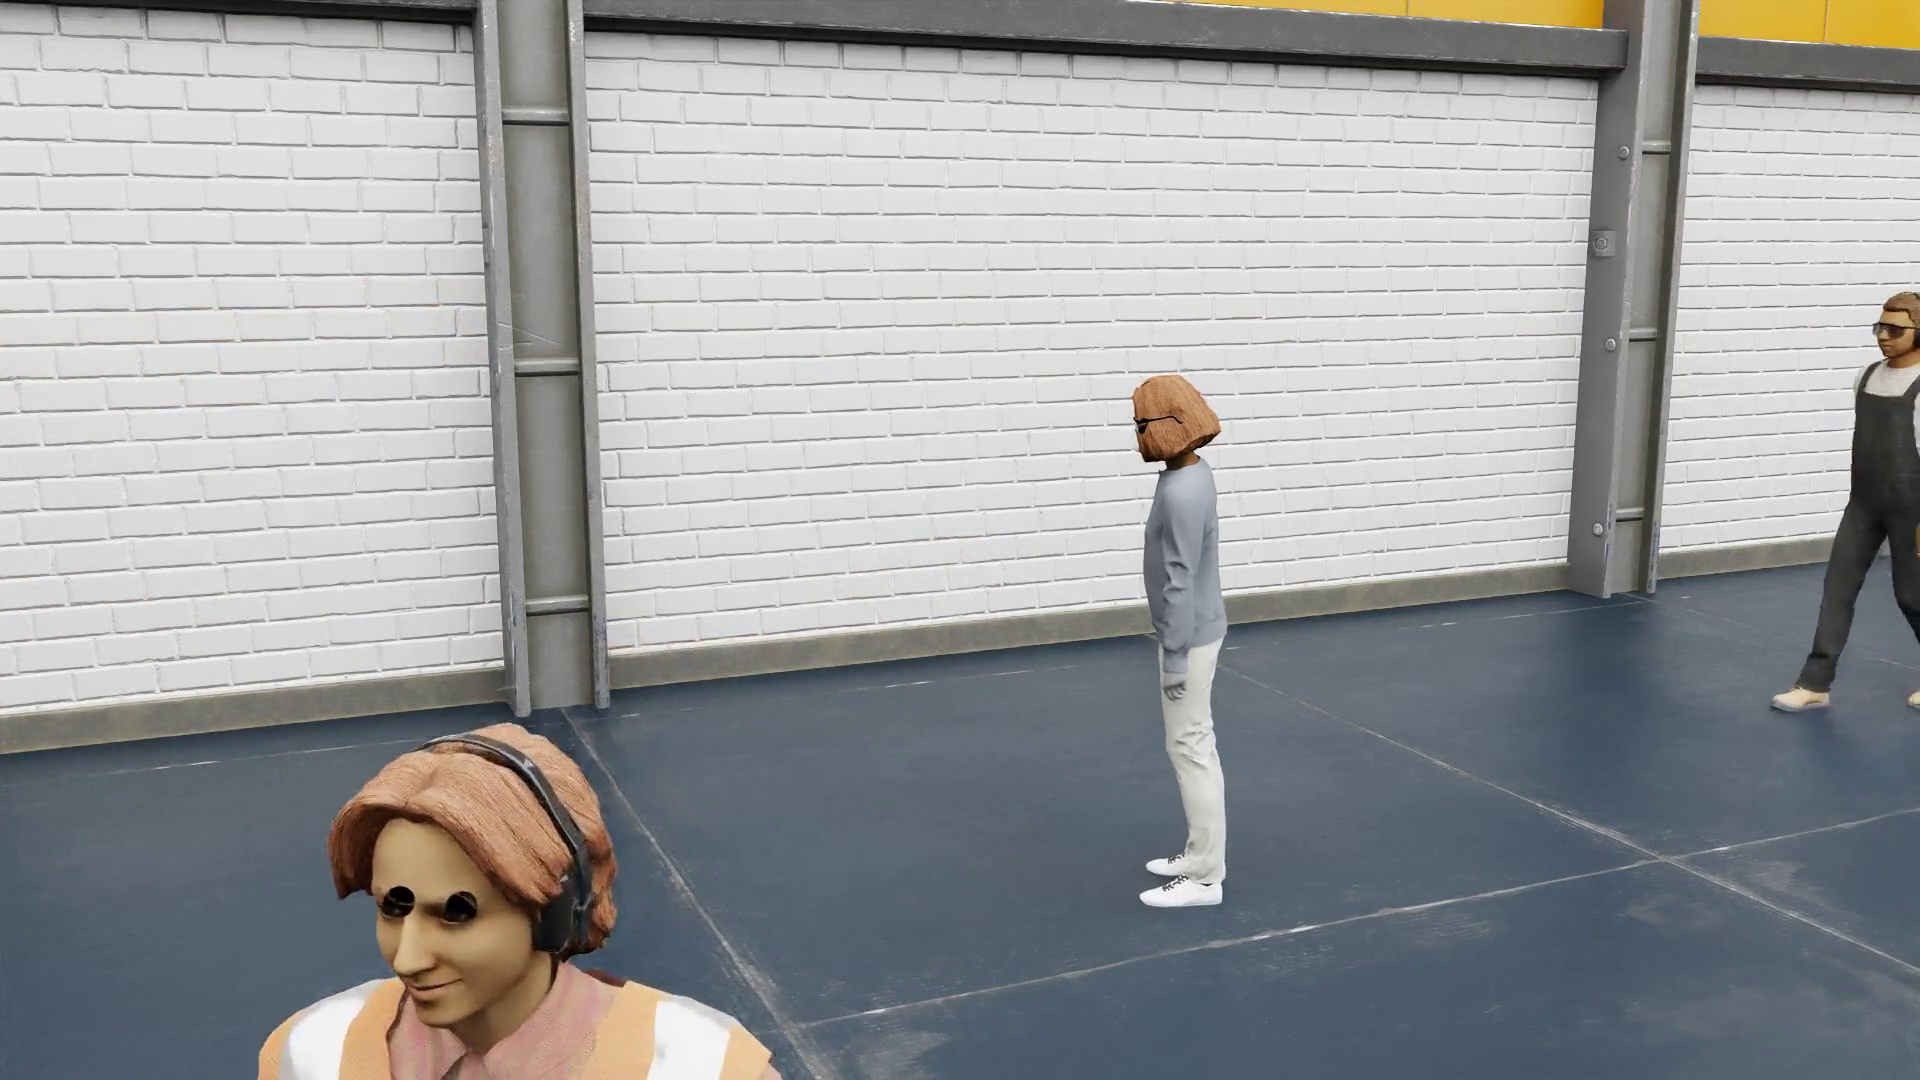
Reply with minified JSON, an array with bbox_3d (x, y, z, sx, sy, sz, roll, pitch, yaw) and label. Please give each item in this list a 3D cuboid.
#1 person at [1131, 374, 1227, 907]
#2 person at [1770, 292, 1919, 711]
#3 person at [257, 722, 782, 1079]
[{"bbox_3d":[0.668,0.310,5.059,0.311,1.624,0.493,2,10,11],"label":"person"},{"bbox_3d":[3.969,-0.151,7.091,0.871,1.811,0.531,-3,11,-18],"label":"person"},{"bbox_3d":[-0.417,0.963,1.497,0.540,1.599,0.811,2,11,13],"label":"person"}]
